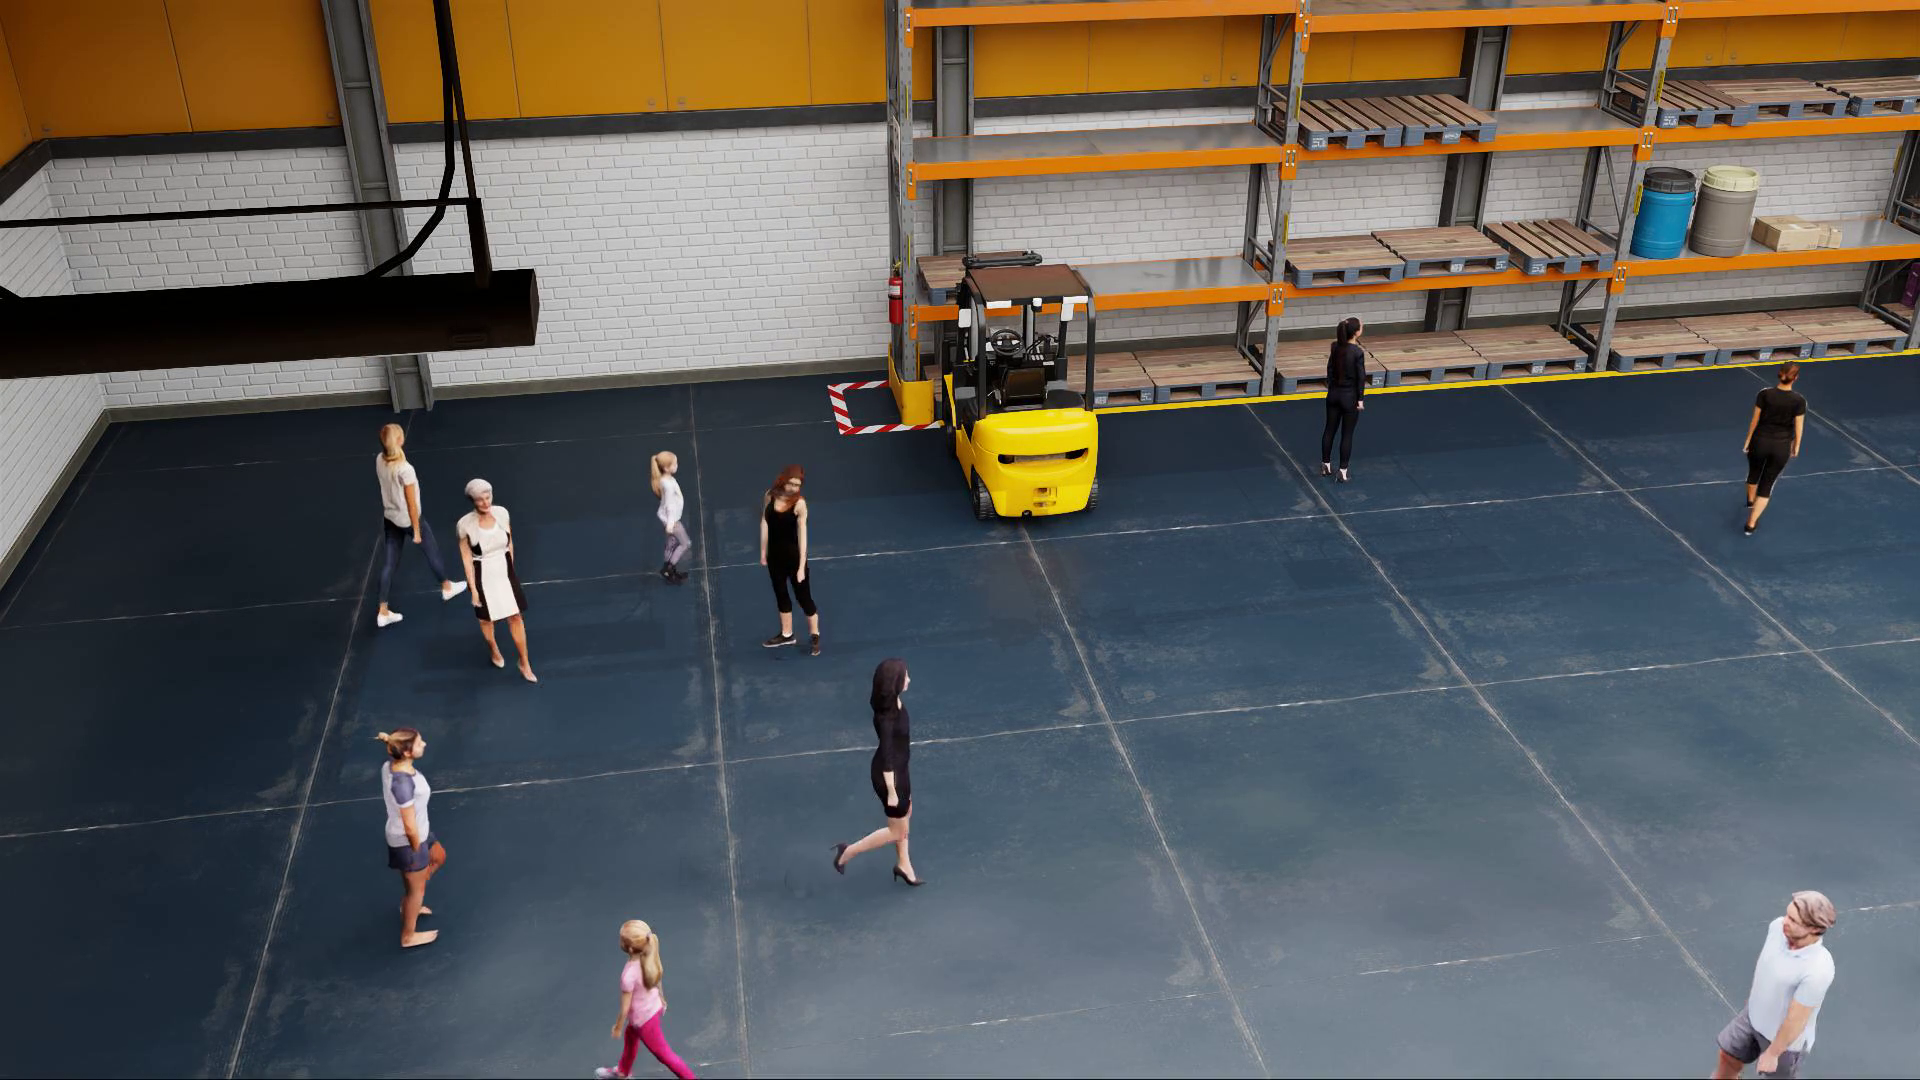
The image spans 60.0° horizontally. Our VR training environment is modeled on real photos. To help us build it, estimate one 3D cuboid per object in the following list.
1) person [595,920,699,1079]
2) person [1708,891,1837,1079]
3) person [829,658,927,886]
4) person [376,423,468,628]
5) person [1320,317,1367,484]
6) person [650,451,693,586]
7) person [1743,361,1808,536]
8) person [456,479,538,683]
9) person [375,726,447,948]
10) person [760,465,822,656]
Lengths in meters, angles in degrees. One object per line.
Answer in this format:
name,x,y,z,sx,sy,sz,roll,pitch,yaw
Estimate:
person,-1.707,2.677,9.332,0.983,1.242,0.681,5,29,8
person,4.458,2.604,8.874,0.954,1.809,0.732,-2,29,-4
person,-0.524,1.557,10.810,0.930,1.793,0.734,2,29,3
person,-4.712,-0.093,13.866,1.146,1.764,1.149,16,32,27
person,3.755,-1.376,16.271,0.647,1.712,0.643,-23,36,-35
person,-2.599,-0.187,14.552,0.569,1.270,0.531,-10,30,-18
person,7.458,-0.825,15.342,0.993,1.634,1.079,19,34,31
person,-3.761,0.281,13.220,0.970,1.725,0.917,-18,33,-29
person,-3.490,1.868,10.441,0.694,1.601,0.652,-14,31,-23
person,-1.418,0.137,13.507,0.815,1.703,0.756,-22,35,-34
